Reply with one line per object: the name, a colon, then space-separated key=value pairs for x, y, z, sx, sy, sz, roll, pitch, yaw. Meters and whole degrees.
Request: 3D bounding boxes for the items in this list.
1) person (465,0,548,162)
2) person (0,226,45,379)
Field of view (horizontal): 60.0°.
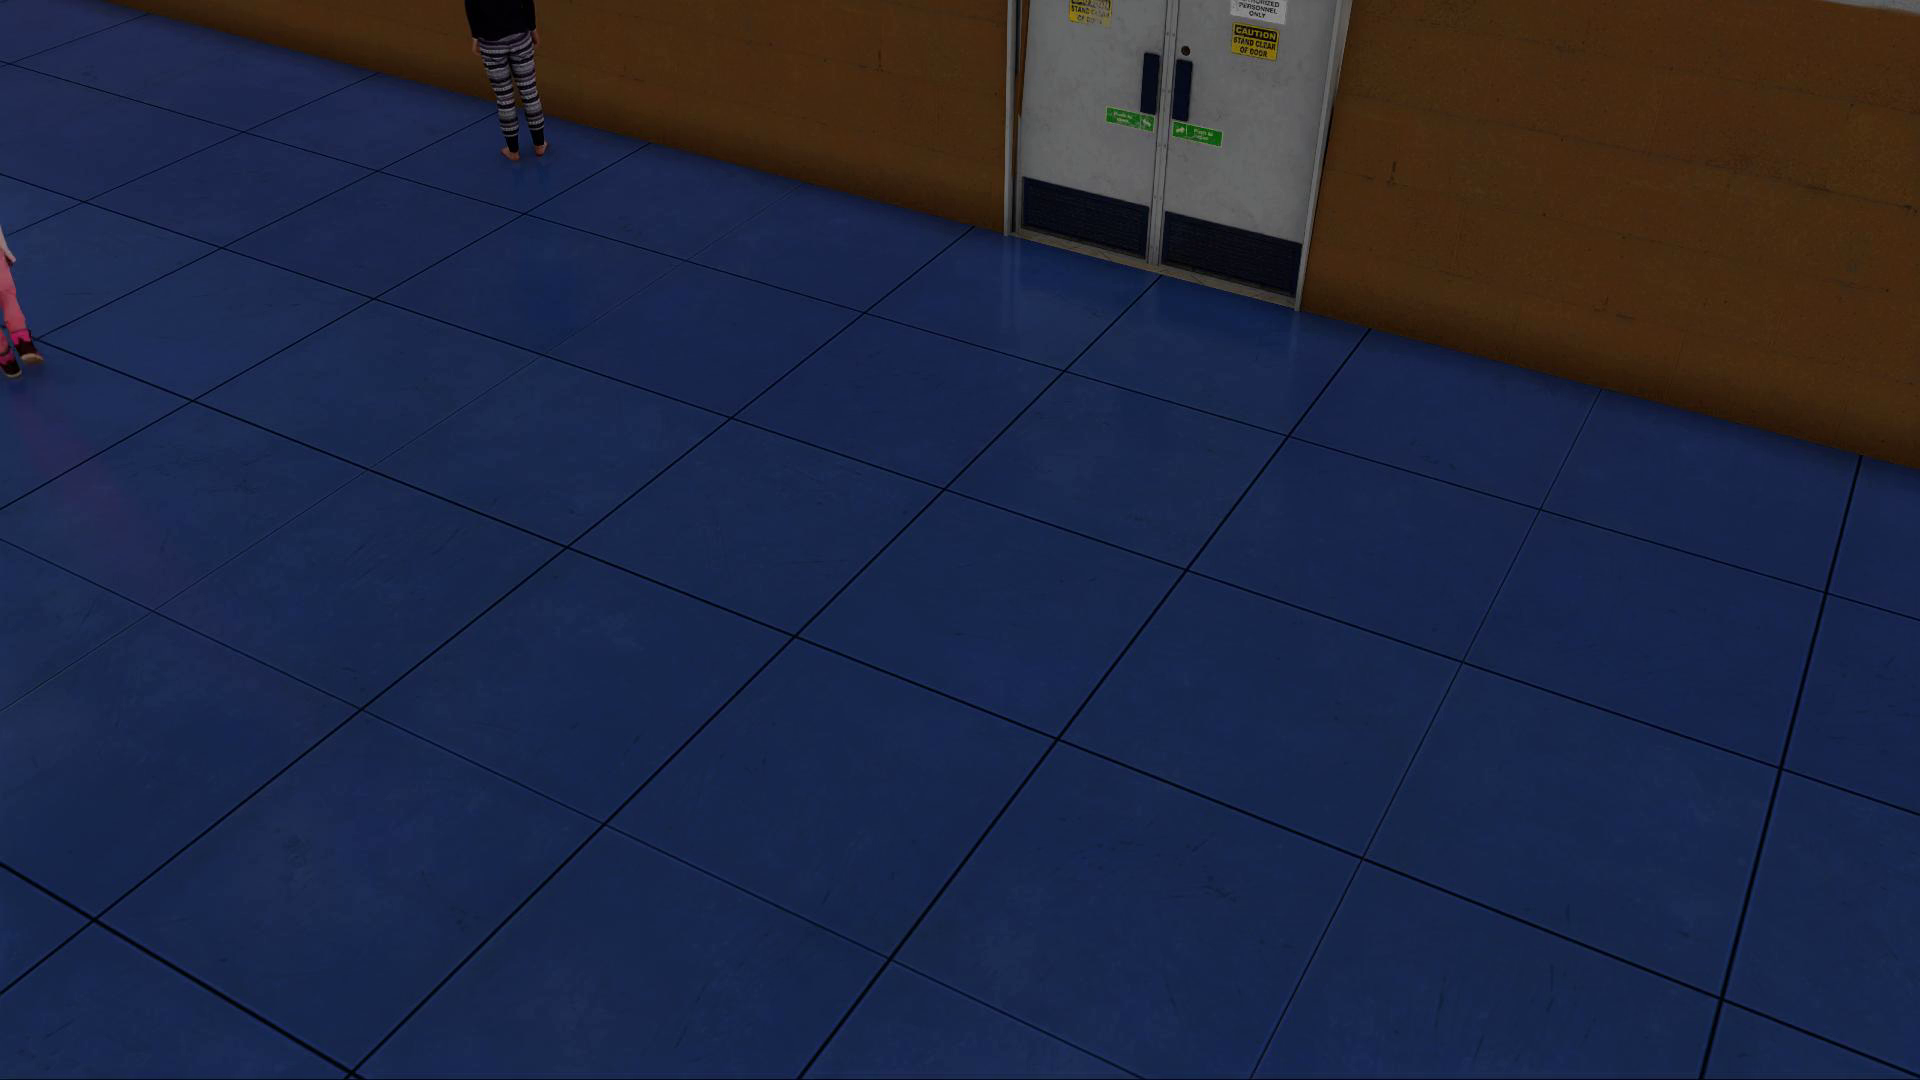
person: x=-3.073 y=-3.417 z=11.201 sx=0.648 sy=1.734 sz=0.747 roll=-15 pitch=40 yaw=-19
person: x=-5.258 y=-1.495 z=8.884 sx=0.677 sy=1.441 sz=0.721 roll=-28 pitch=45 yaw=-32
